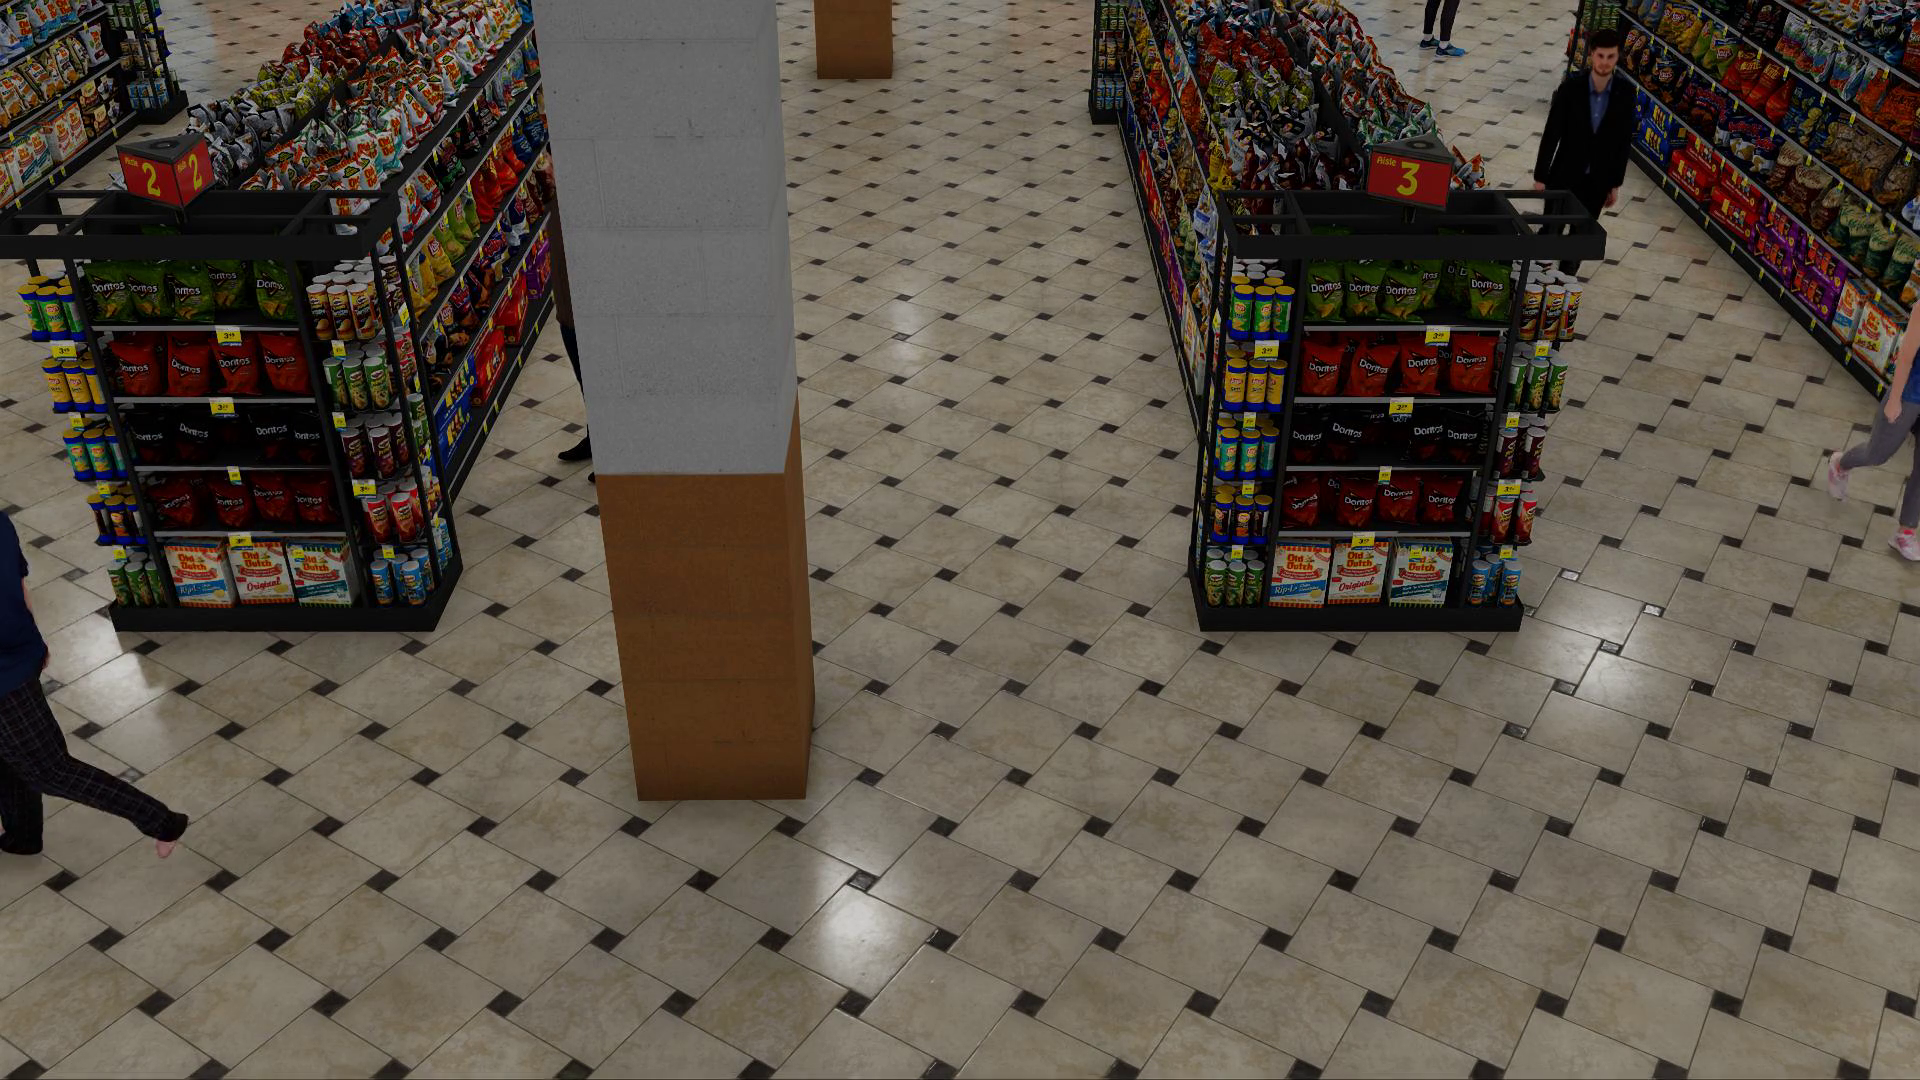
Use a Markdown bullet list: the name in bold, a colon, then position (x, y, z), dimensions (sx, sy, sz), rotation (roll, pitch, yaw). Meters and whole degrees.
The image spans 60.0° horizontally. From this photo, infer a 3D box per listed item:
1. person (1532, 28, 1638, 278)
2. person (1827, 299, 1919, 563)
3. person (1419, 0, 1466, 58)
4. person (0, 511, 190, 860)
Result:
- **person**: position (3.940, -2.334, 10.603), dimensions (0.797, 1.871, 1.052), rotation (6, 32, 9)
- **person**: position (4.744, -0.729, 8.291), dimensions (0.595, 1.590, 1.020), rotation (-2, 32, -4)
- **person**: position (4.696, -5.574, 15.853), dimensions (0.812, 1.827, 0.614), rotation (-10, 33, -15)
- **person**: position (-3.410, 0.494, 6.089), dimensions (0.787, 1.839, 1.105), rotation (-3, 32, -5)
